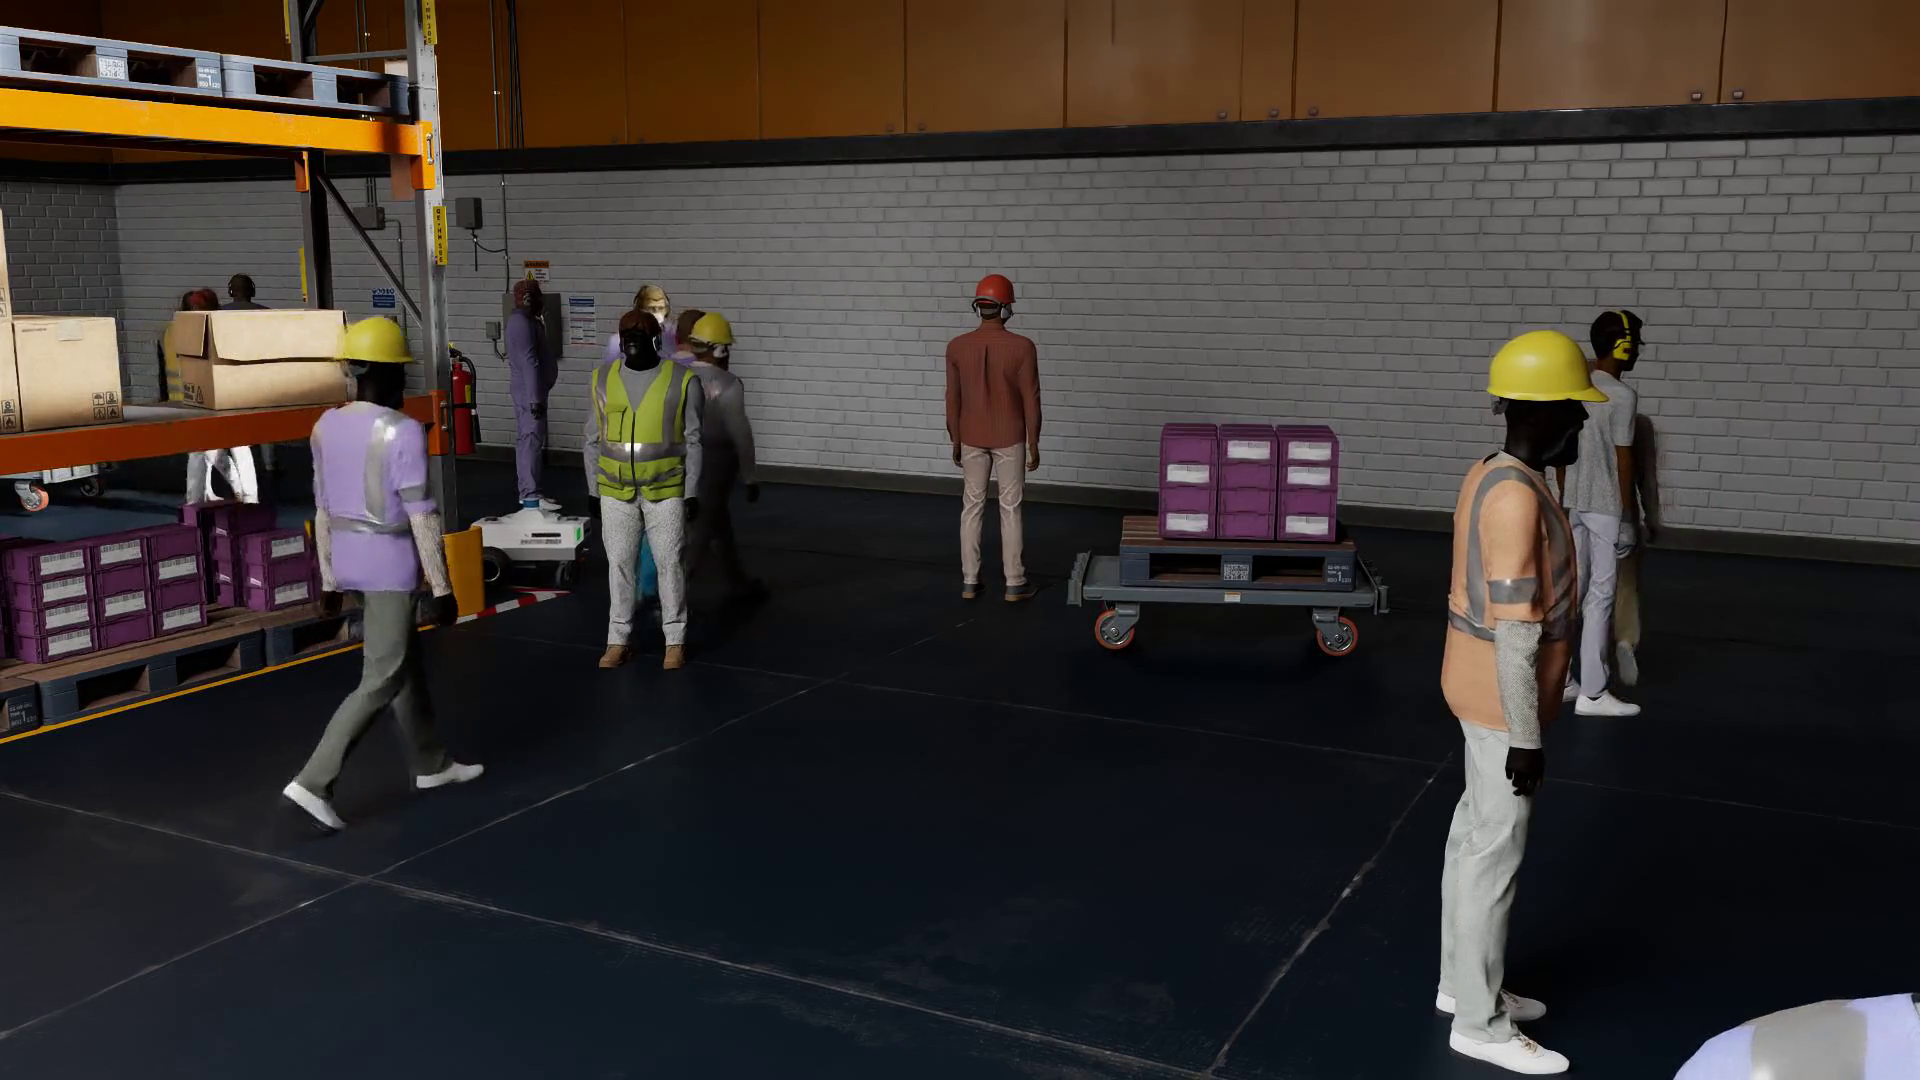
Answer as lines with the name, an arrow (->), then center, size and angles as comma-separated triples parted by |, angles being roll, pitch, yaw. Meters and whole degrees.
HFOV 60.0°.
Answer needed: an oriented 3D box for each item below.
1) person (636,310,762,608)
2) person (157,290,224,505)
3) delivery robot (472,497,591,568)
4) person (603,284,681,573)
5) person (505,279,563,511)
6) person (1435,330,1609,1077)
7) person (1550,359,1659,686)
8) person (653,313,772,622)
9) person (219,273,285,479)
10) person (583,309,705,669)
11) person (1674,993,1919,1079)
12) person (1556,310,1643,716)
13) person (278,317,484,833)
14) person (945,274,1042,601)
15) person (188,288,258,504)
person -> -1.633, -0.489, 10.051 | 0.561, 1.789, 0.964 | 6, 11, 31
person -> -6.154, -1.120, 13.594 | 0.635, 1.817, 0.656 | 5, 11, 27
delivery robot -> -2.742, -0.030, 10.674 | 0.707, 0.478, 0.477 | 0, 10, -2
person -> -2.003, -0.708, 10.927 | 0.659, 1.927, 0.500 | -4, 11, -23
person -> -3.537, -1.200, 13.799 | 0.409, 1.913, 0.642 | -4, 10, -21
person -> 1.463, 0.416, 4.391 | 0.370, 1.928, 0.585 | 2, 10, 11
person -> 3.142, -0.076, 8.120 | 0.541, 1.610, 0.608 | 2, 10, 12
person -> -1.463, -0.417, 9.660 | 0.619, 1.787, 0.929 | 8, 13, 40
person -> -6.667, -1.520, 15.584 | 0.629, 1.936, 0.373 | -2, 10, -12
person -> -1.619, -0.253, 8.516 | 0.627, 1.844, 0.429 | 0, 10, 2
person -> 0.751, 0.966, 1.188 | 0.551, 1.932, 0.378 | 2, 10, 10
person -> 2.954, -0.123, 7.696 | 0.309, 1.864, 0.534 | -3, 10, -15
person -> -2.212, 0.113, 6.246 | 0.595, 1.896, 0.920 | 7, 12, 36
person -> 0.211, -0.619, 10.192 | 0.611, 1.995, 0.375 | 4, 10, 20
person -> -5.784, -1.073, 13.224 | 0.634, 1.862, 0.566 | 2, 10, 11
